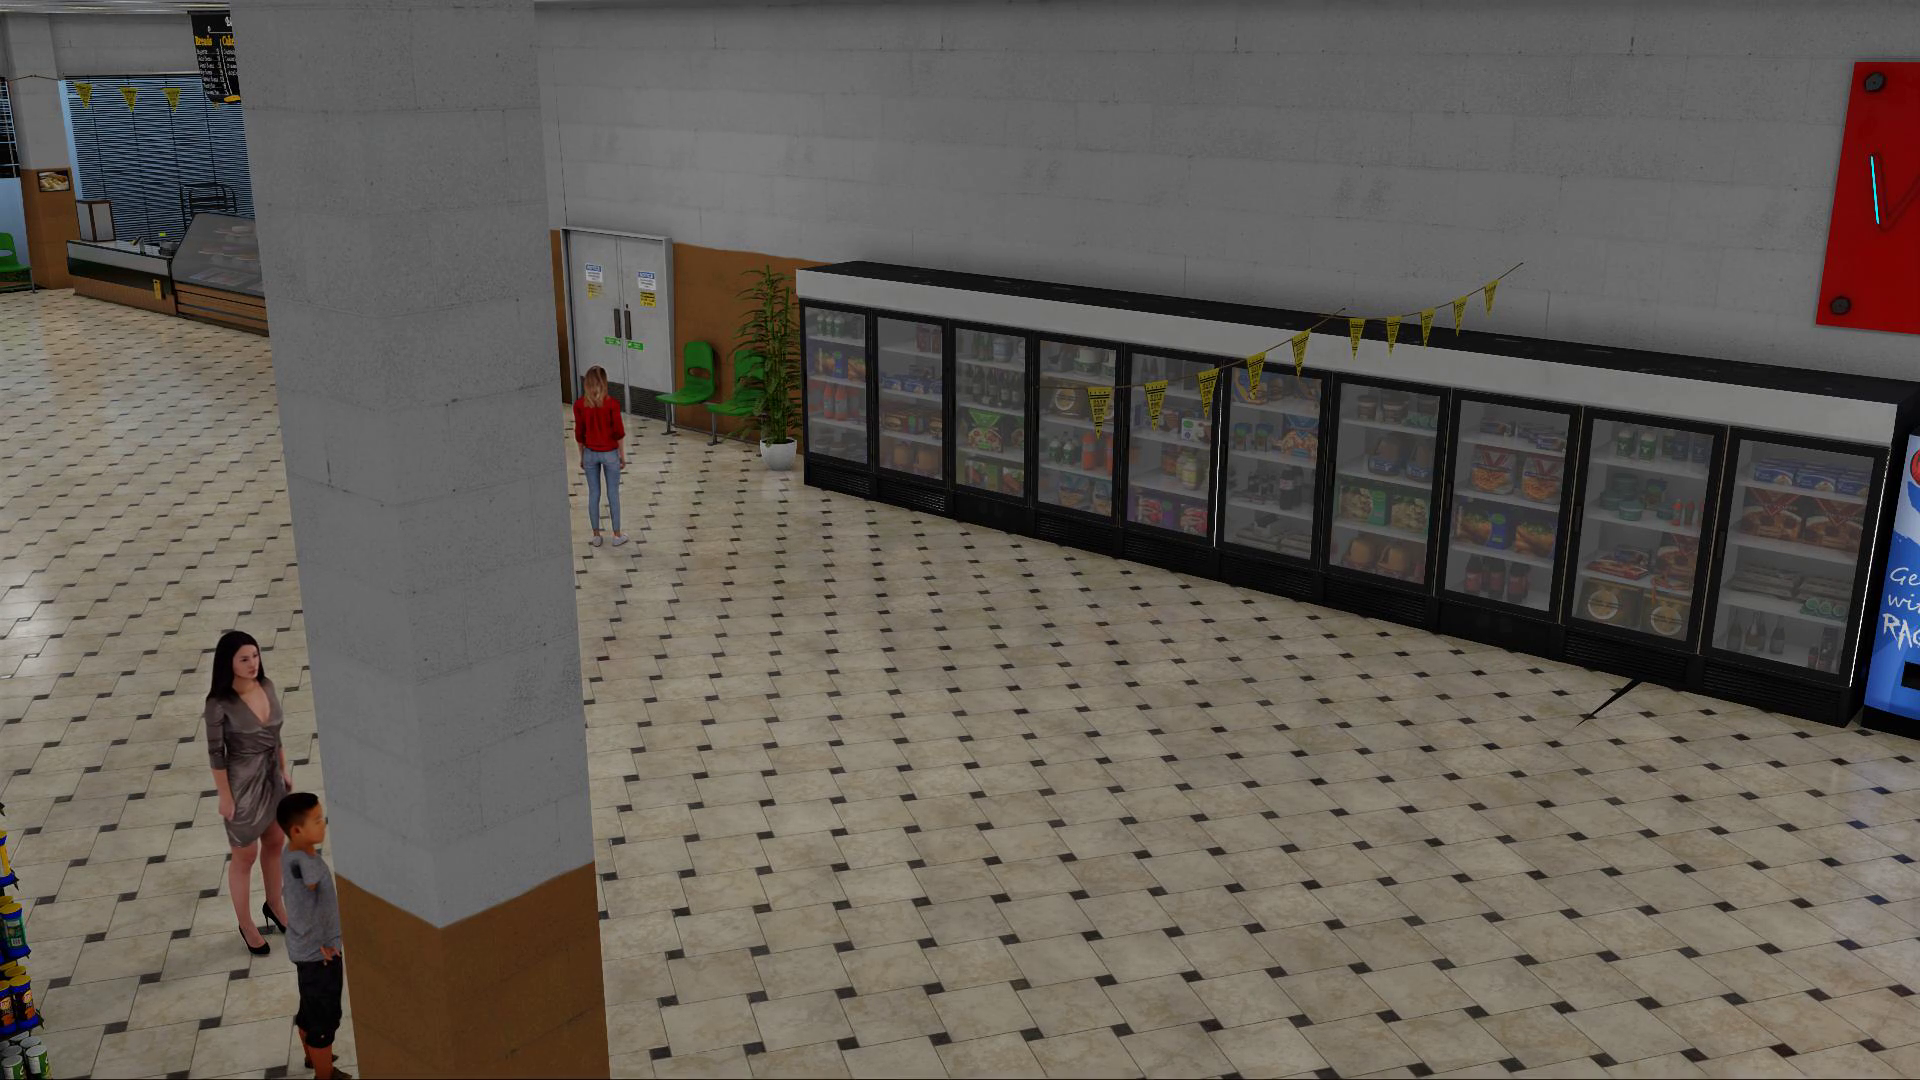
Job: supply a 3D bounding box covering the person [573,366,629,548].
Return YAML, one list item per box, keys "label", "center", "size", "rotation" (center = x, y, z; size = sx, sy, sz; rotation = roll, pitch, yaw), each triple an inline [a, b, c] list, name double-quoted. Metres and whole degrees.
- label: "person"
  center: [-3.347, -0.781, 15.501]
  size: [0.683, 1.704, 0.713]
  rotation: [1, 17, 2]

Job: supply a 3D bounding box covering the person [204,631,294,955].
- label: "person"
  center: [-3.657, 1.289, 8.614]
  size: [0.708, 1.745, 0.543]
  rotation: [7, 18, 22]

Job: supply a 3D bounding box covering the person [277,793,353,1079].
- label: "person"
  center: [-2.936, 1.767, 7.539]
  size: [0.597, 1.454, 0.636]
  rotation: [-10, 19, -29]
